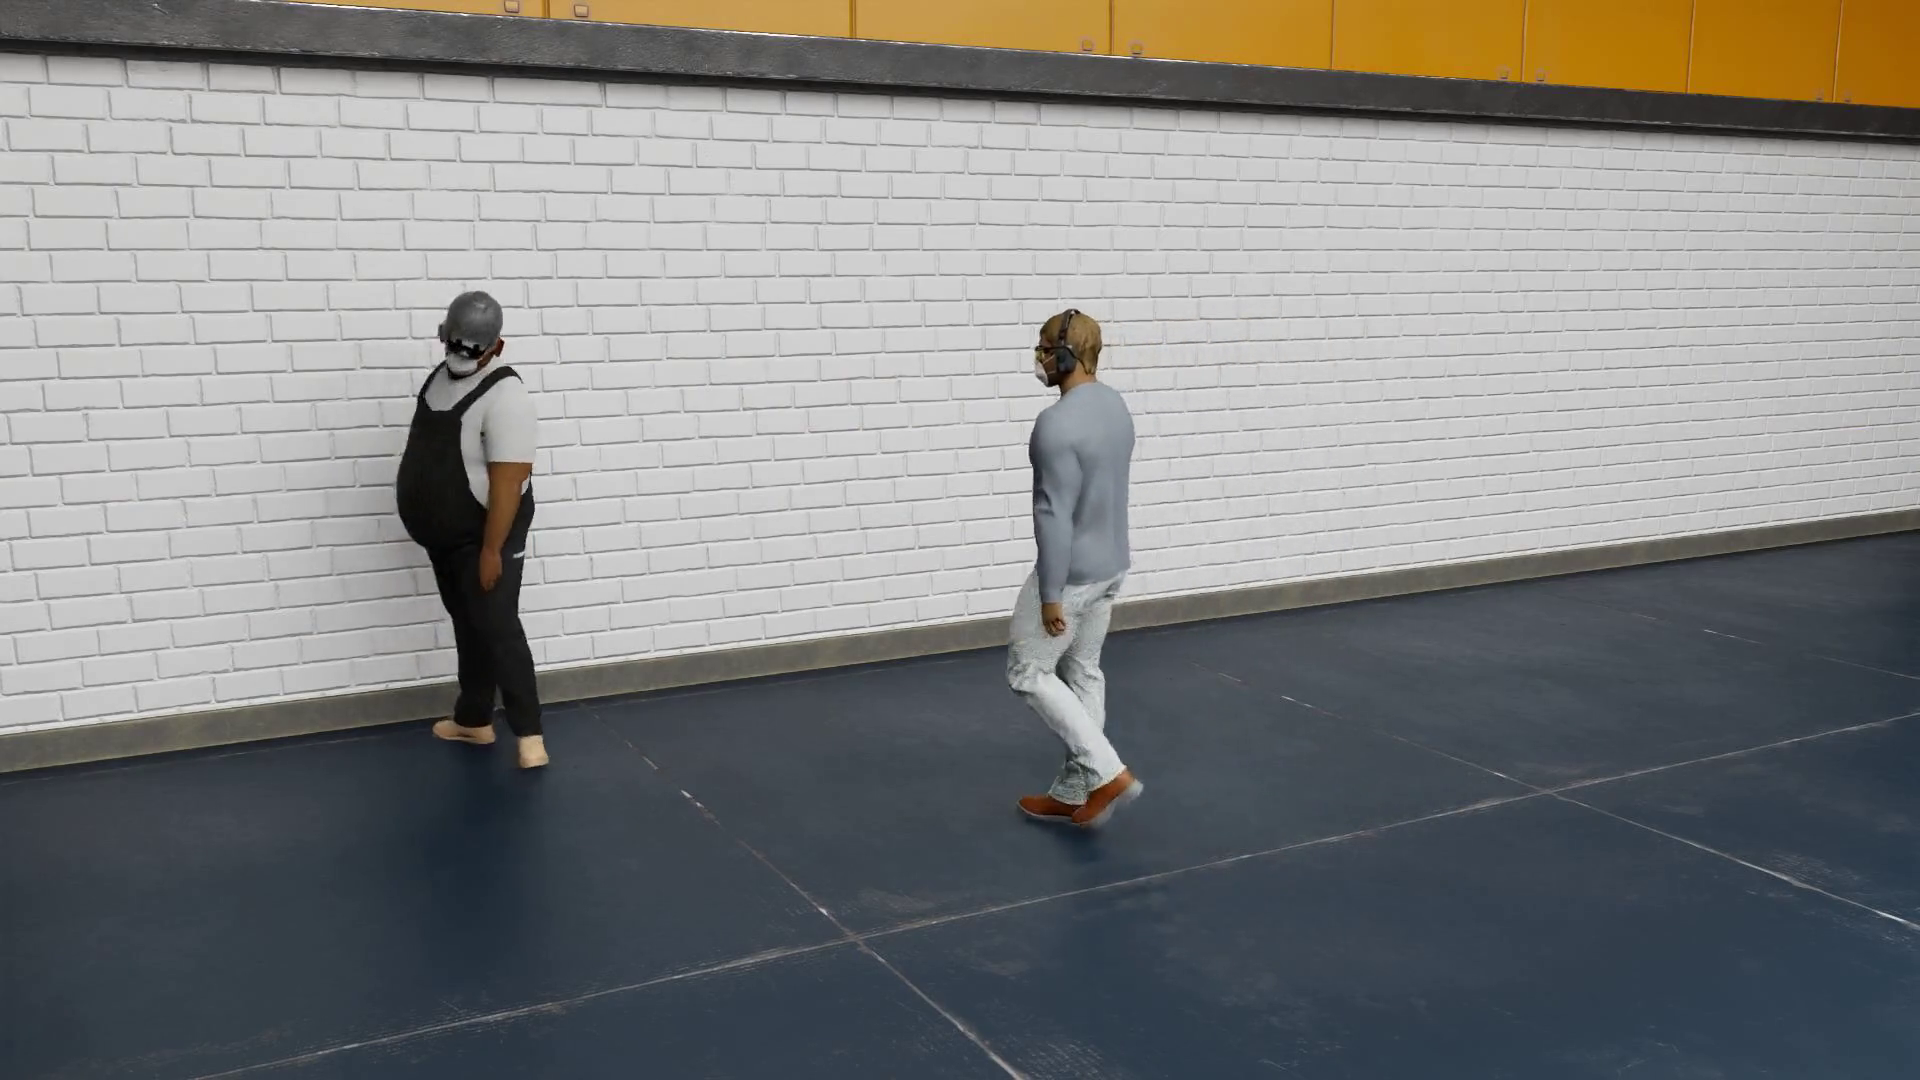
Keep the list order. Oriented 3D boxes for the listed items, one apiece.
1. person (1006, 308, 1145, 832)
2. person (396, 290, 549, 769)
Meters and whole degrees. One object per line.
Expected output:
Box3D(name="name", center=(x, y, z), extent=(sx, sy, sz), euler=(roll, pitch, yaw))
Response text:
Box3D(name="person", center=(0.425, 0.129, 6.031), extent=(0.463, 1.923, 0.635), euler=(6, 11, 31))
Box3D(name="person", center=(-2.067, -0.082, 6.918), extent=(0.533, 2.000, 0.803), euler=(-8, 13, -39))
